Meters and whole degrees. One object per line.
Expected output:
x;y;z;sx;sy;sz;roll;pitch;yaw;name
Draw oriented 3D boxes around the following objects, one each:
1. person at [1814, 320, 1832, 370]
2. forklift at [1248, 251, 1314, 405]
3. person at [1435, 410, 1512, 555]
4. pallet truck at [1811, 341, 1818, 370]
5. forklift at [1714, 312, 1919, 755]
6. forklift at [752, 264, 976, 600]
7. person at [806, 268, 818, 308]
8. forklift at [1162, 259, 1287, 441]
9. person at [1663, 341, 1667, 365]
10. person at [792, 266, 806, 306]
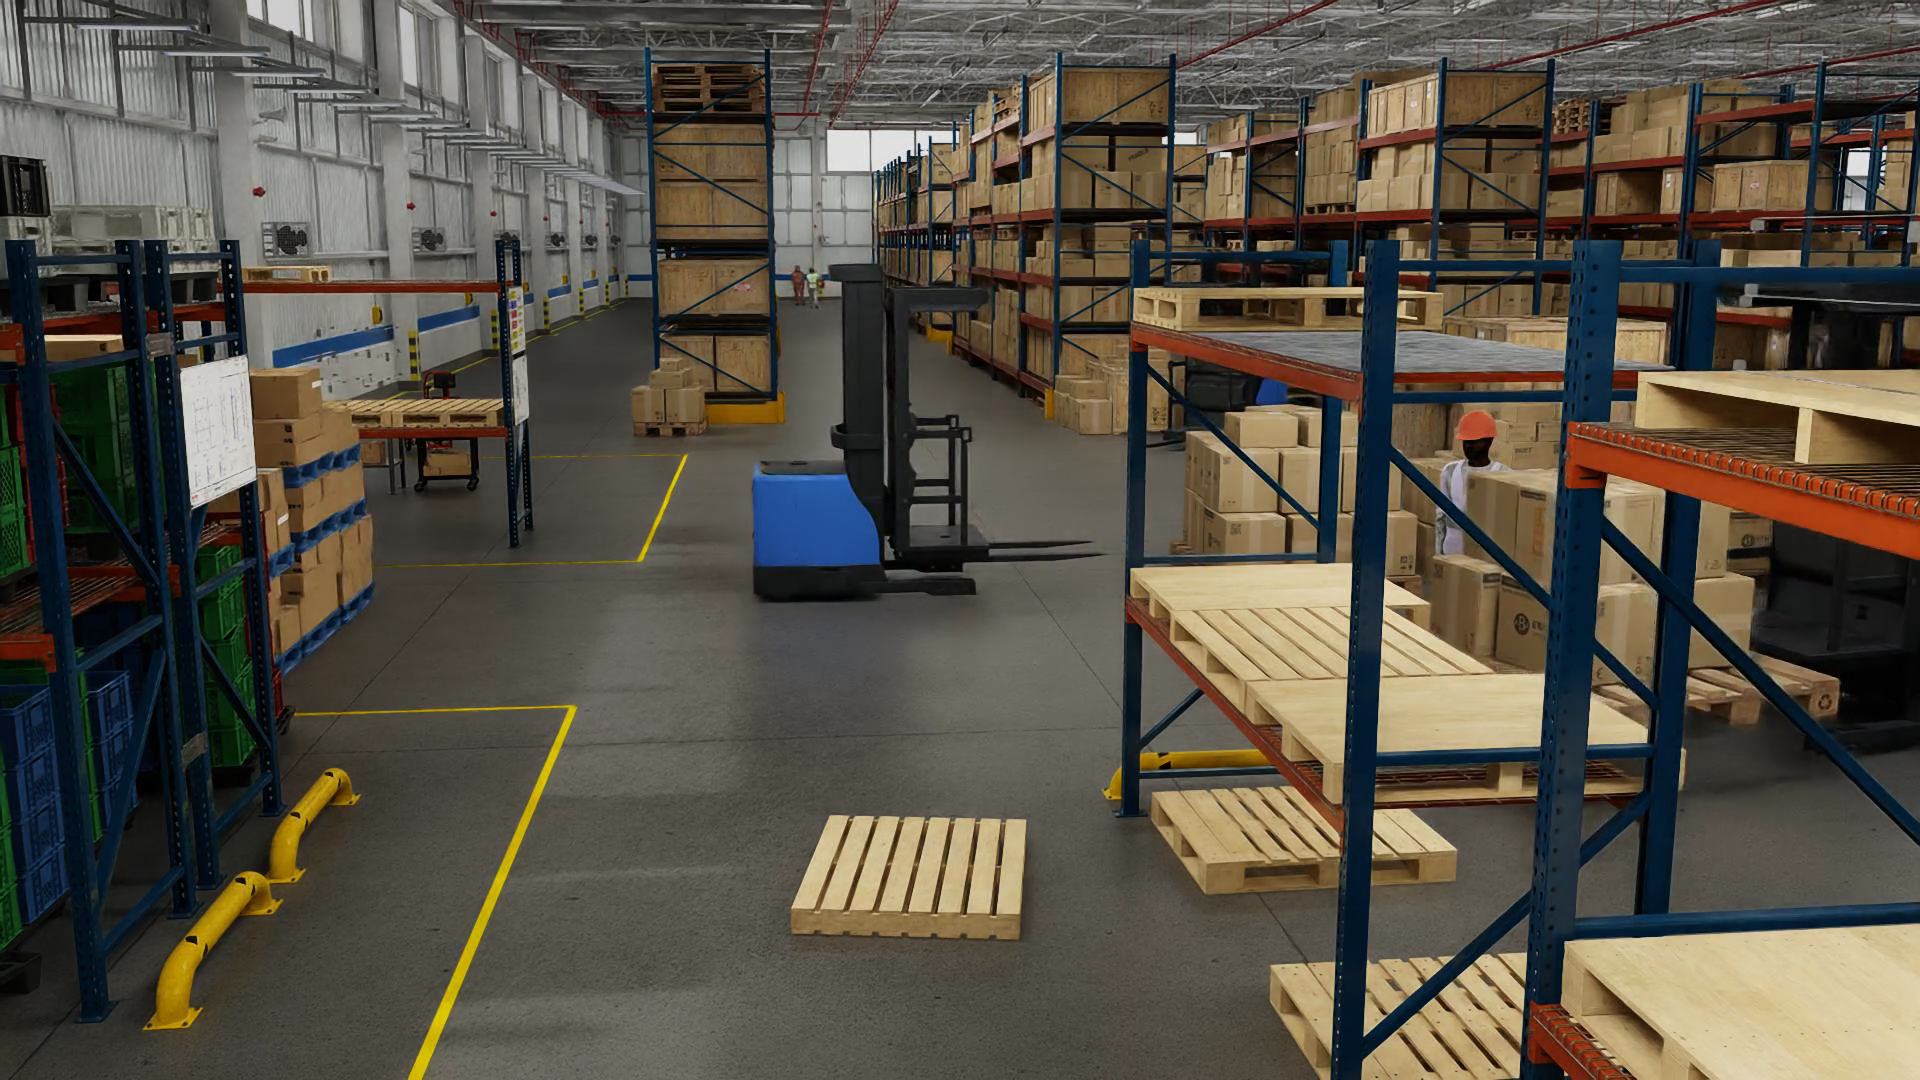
12.539;-2.250;24.100;0.385;1.911;0.595;6;12;28;person
5.808;-3.983;31.001;1.129;2.768;1.873;-1;10;-6;forklift
3.356;0.114;10.913;0.548;1.937;0.358;9;13;40;person
15.846;-3.142;28.793;1.885;1.965;0.823;2;10;12;pallet truck
5.752;-0.240;10.263;1.873;2.768;1.129;-3;11;-17;forklift
-0.858;-0.968;14.295;1.873;2.768;1.129;-1;10;-6;forklift
-6.555;-11.221;74.057;0.565;1.823;0.824;-3;11;-14;person
3.996;-2.831;24.617;1.129;2.768;1.873;8;13;38;forklift
10.173;-2.126;24.277;0.842;1.593;0.519;8;13;39;person
-7.456;-11.774;77.055;0.637;1.844;1.042;-3;11;-18;person
